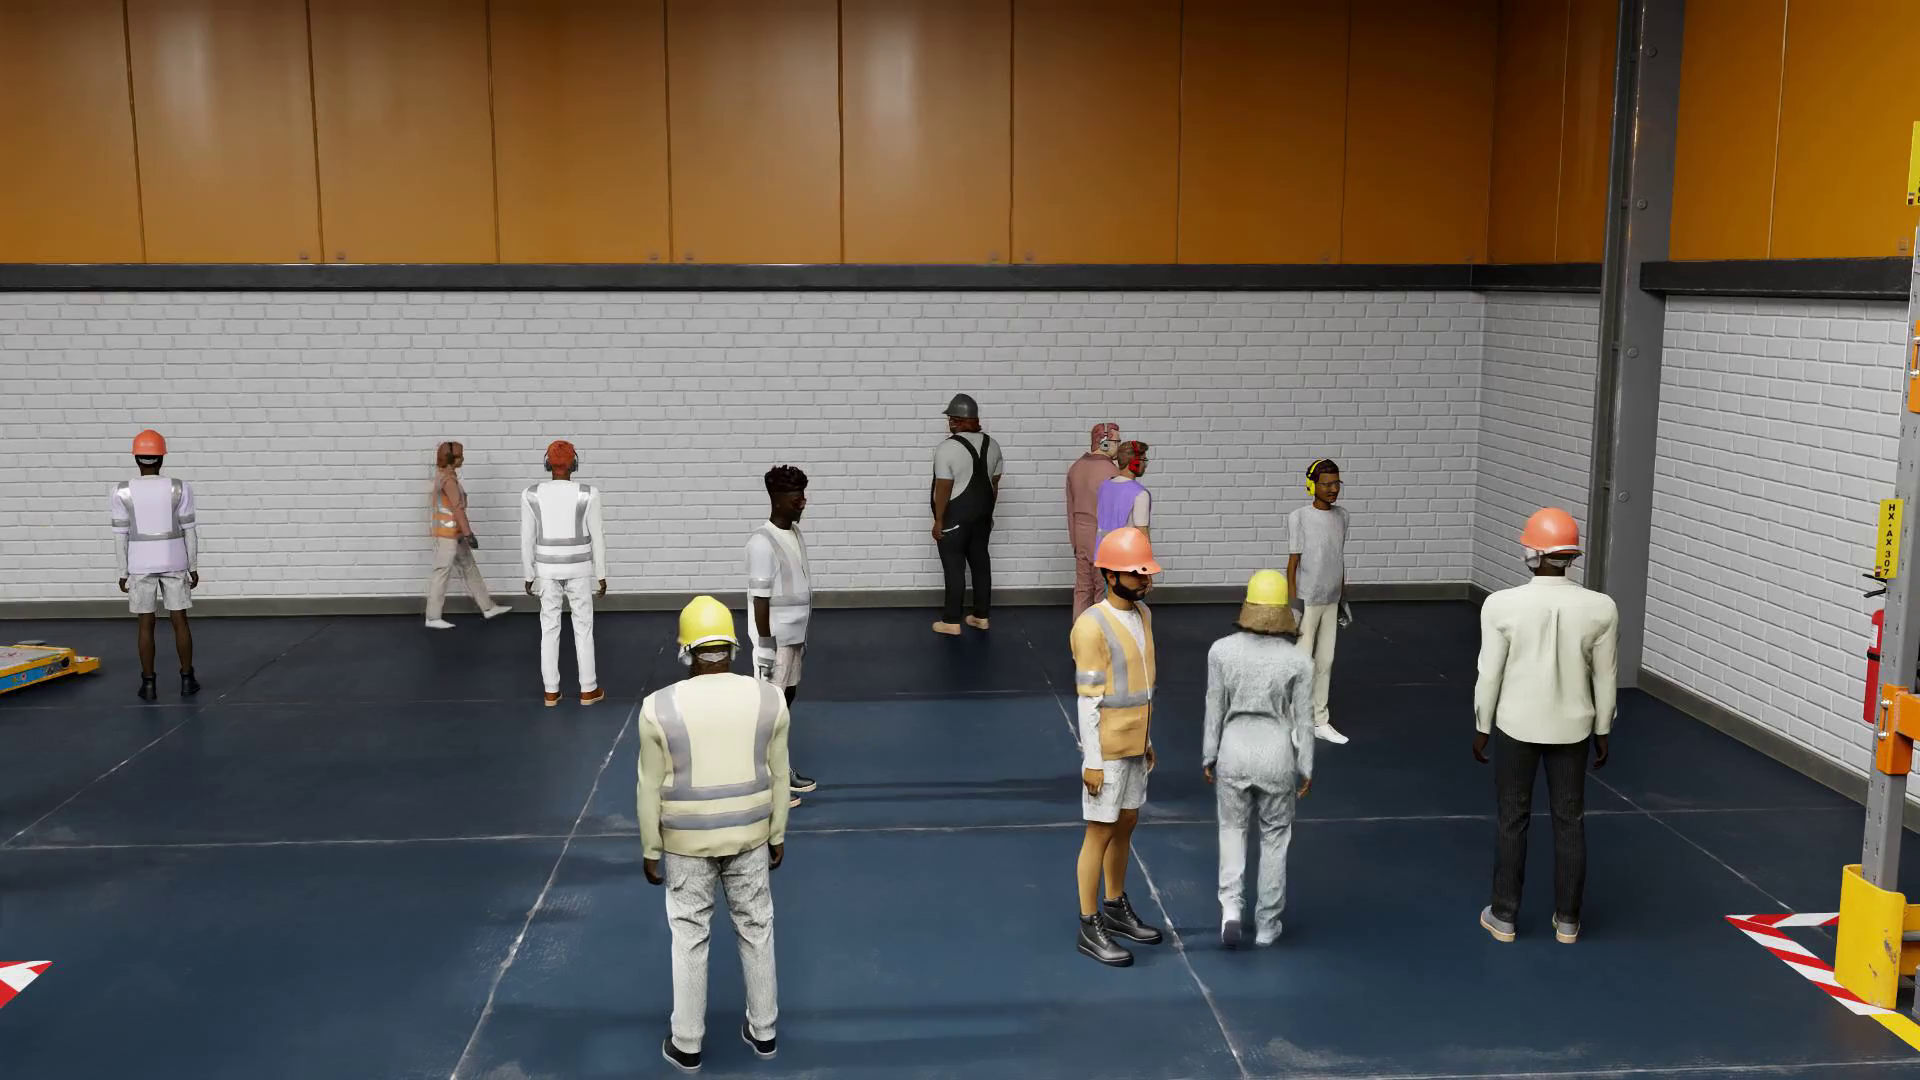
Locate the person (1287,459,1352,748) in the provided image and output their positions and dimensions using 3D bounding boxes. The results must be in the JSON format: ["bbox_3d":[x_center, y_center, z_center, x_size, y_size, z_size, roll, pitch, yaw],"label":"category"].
[{"bbox_3d":[2.315,0.408,10.693,0.532,1.871,0.321,-6,11,-32],"label":"person"}]

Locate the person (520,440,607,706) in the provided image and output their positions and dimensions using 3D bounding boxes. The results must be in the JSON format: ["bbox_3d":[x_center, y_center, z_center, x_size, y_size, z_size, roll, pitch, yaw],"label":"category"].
[{"bbox_3d":[-2.782,0.235,11.725,0.587,1.883,0.341,0,9,-2],"label":"person"}]

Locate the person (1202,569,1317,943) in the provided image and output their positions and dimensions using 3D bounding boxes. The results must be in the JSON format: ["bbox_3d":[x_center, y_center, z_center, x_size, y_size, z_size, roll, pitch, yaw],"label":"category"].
[{"bbox_3d":[1.325,0.993,7.430,0.497,1.729,0.483,4,10,21],"label":"person"}]

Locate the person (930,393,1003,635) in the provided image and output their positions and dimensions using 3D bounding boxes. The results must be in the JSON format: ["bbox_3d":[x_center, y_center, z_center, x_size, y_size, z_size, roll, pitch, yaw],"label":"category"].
[{"bbox_3d":[-0.001,-0.228,14.151,0.689,2.000,0.539,-8,12,-41],"label":"person"}]

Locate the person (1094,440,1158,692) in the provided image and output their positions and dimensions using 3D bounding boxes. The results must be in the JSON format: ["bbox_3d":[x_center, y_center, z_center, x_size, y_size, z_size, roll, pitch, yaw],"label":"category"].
[{"bbox_3d":[1.186,0.197,12.101,0.374,1.840,0.571,-5,10,-30],"label":"person"}]

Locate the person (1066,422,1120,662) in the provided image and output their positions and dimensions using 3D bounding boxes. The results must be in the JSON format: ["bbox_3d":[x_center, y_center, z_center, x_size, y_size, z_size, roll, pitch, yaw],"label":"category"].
[{"bbox_3d":[1.103,0.039,12.899,0.401,1.904,0.648,-6,11,-31],"label":"person"}]

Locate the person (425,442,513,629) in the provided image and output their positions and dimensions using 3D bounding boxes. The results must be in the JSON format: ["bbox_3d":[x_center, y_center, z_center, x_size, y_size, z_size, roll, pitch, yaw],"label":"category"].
[{"bbox_3d":[-4.259,-0.036,14.306,0.789,1.609,0.523,-3,9,-16],"label":"person"}]

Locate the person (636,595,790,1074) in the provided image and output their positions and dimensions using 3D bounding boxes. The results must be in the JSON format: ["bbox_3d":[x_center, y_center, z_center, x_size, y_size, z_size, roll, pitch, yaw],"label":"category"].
[{"bbox_3d":[-0.942,1.121,6.378,0.591,1.823,0.405,-4,10,-22],"label":"person"}]

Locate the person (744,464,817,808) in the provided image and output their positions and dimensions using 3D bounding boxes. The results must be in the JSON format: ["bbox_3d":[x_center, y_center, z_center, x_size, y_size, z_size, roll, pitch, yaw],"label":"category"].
[{"bbox_3d":[-1.026,0.538,9.574,0.365,1.962,0.614,2,9,13],"label":"person"}]

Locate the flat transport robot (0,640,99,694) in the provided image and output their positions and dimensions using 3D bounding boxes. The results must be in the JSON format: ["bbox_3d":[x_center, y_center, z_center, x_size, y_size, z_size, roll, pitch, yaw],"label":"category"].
[{"bbox_3d":[-7.085,0.978,12.114,0.652,0.197,1.431,3,9,15],"label":"flat transport robot"}]

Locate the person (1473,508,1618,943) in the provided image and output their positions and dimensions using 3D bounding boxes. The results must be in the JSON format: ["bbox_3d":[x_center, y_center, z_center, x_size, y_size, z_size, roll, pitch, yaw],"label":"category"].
[{"bbox_3d":[2.645,0.845,7.546,0.622,1.996,0.370,1,9,7],"label":"person"}]

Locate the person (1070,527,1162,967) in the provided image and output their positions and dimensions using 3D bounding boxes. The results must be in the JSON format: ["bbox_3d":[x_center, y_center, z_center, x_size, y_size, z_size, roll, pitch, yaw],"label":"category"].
[{"bbox_3d":[0.719,0.900,7.388,0.356,1.937,0.552,6,11,33],"label":"person"}]

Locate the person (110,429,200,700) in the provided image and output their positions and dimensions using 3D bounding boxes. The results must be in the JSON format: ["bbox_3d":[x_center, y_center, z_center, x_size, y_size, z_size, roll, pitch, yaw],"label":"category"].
[{"bbox_3d":[-5.754,0.178,11.923,0.545,1.938,0.362,-5,10,-27],"label":"person"}]
